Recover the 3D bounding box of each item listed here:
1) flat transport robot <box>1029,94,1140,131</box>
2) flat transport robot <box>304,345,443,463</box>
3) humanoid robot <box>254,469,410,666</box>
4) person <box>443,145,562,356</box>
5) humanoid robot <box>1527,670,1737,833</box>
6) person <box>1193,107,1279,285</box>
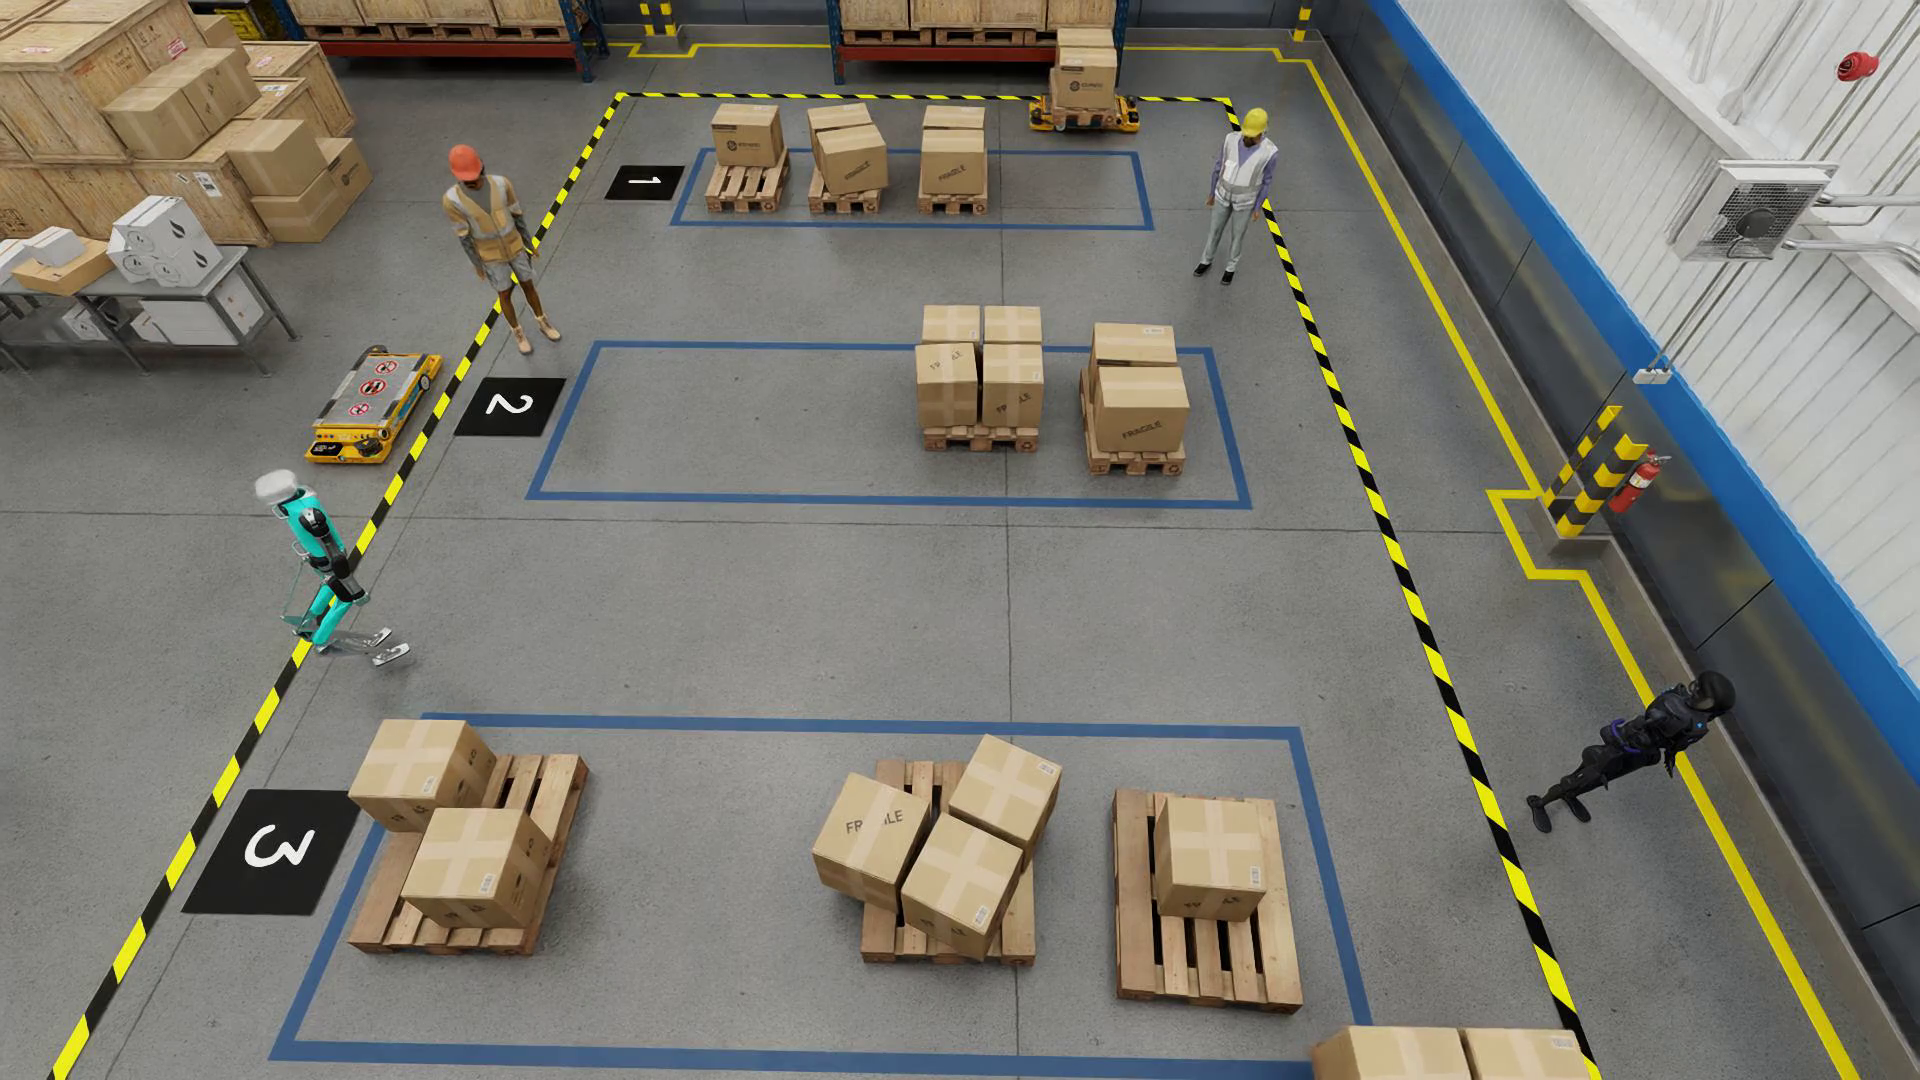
[{"bbox_3d":[1.641,-5.681,12.156,1.431,0.197,0.652,1,50,1],"label":"flat transport robot"},{"bbox_3d":[-5.383,-1.269,8.441,0.659,0.231,1.431,1,50,1],"label":"flat transport robot"},{"bbox_3d":[-4.299,0.303,6.060,0.533,1.677,0.735,34,58,25],"label":"humanoid robot"},{"bbox_3d":[-4.210,-2.657,8.460,0.607,2.035,0.400,-34,57,-25],"label":"person"},{"bbox_3d":[3.949,1.252,5.377,0.599,1.653,0.315,-8,50,-7],"label":"humanoid robot"},{"bbox_3d":[2.790,-3.462,9.274,0.587,1.829,0.403,26,54,20],"label":"person"}]
